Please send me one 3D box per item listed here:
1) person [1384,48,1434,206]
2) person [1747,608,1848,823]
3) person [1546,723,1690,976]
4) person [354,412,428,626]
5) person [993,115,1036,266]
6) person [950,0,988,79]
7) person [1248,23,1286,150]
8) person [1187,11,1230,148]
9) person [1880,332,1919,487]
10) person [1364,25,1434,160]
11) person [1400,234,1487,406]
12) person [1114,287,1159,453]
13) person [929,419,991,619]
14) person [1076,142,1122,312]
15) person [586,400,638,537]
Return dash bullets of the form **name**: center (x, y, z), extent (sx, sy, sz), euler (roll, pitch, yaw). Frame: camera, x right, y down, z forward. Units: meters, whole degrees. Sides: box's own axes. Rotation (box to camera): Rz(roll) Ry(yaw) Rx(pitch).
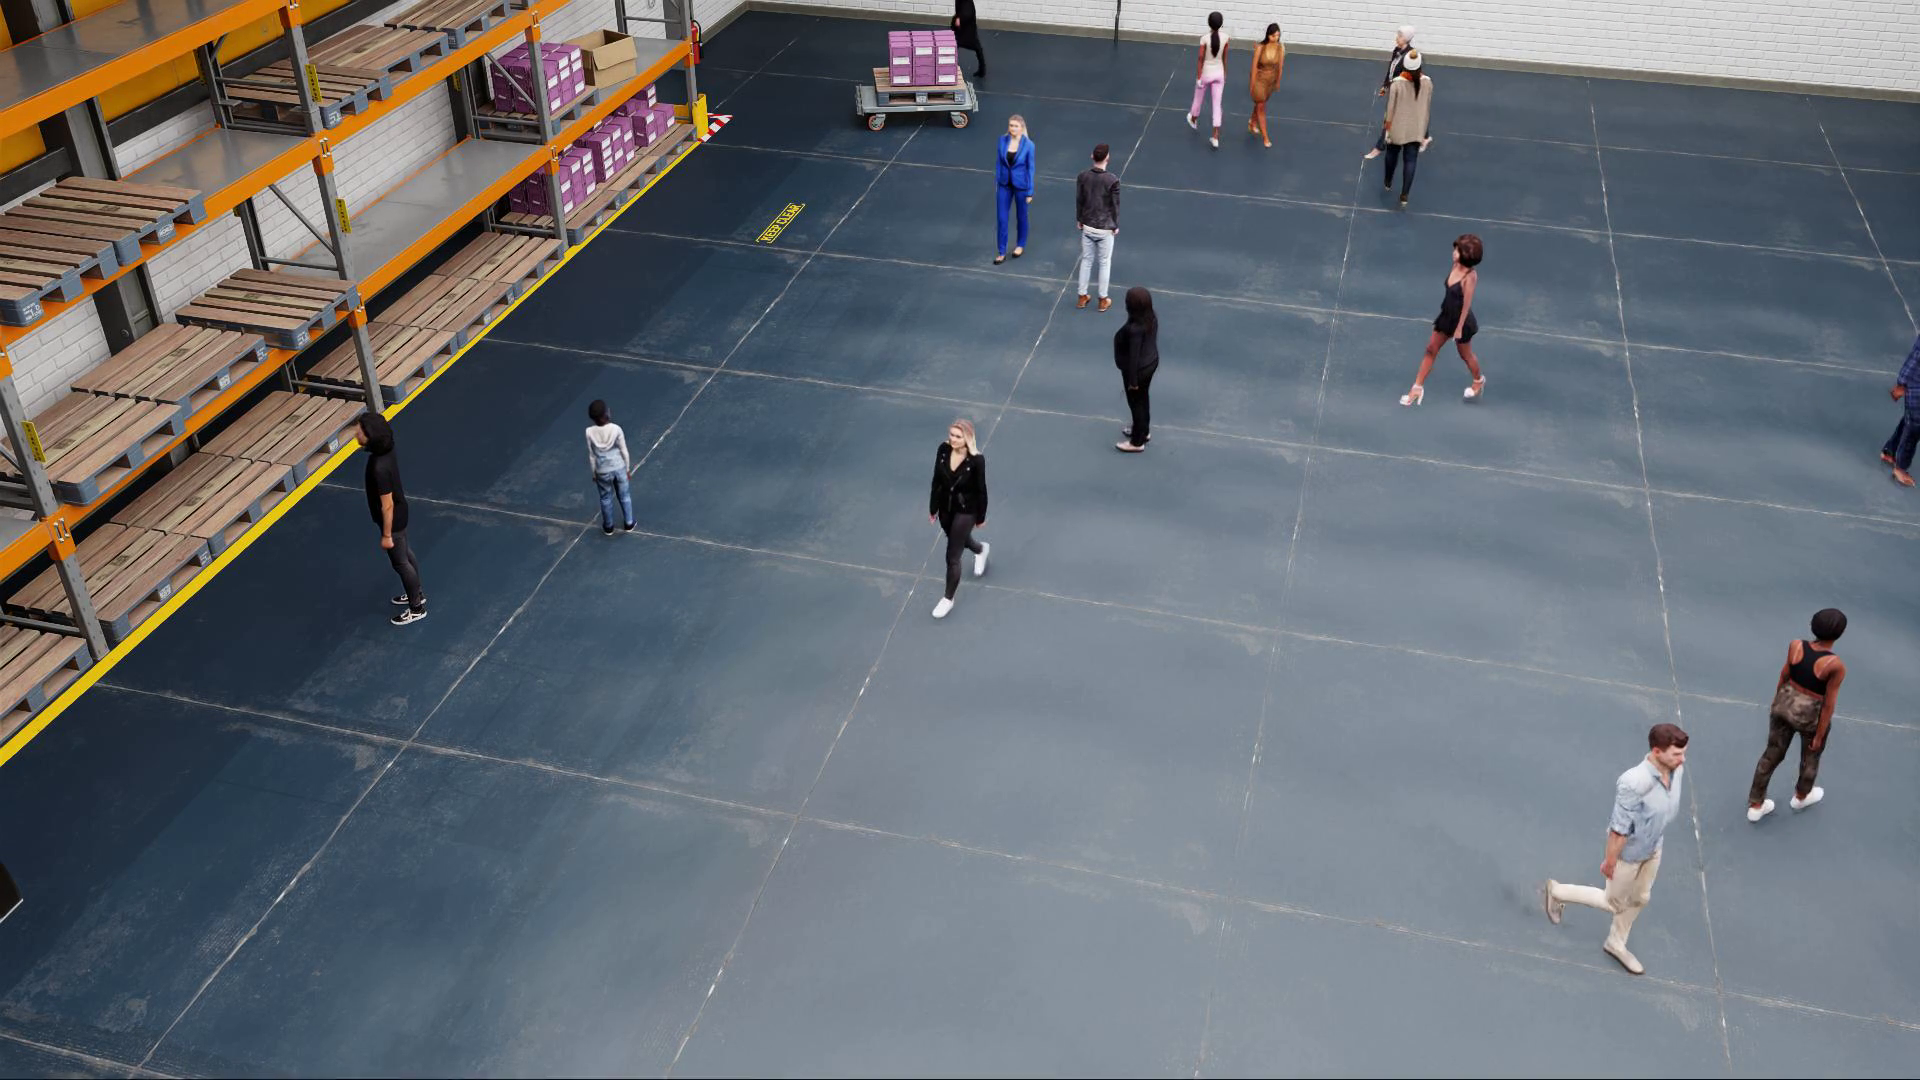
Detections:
- **person**: center (5.401, -4.956, 20.083), extent (0.722, 1.842, 1.189), euler (4, 34, 7)
- **person**: center (5.477, 1.193, 10.977), extent (0.949, 1.682, 0.882), euler (-18, 38, -25)
- **person**: center (3.963, 1.781, 9.958), extent (0.991, 1.832, 1.031), euler (-21, 39, -28)
- **person**: center (-4.419, -0.197, 12.927), extent (0.768, 1.838, 0.636), euler (-7, 34, -11)
- **person**: center (0.657, -4.001, 18.791), extent (0.700, 1.682, 0.871), euler (12, 35, 17)
- **person**: center (0.142, -7.514, 24.039), extent (1.067, 1.723, 1.210), euler (27, 42, 35)
- **person**: center (3.951, -5.982, 21.844), extent (0.989, 1.601, 1.233), euler (-11, 35, -16)
- **person**: center (3.329, -6.009, 21.805), extent (0.910, 1.690, 1.229), euler (-5, 34, -8)
- **person**: center (8.564, -1.442, 14.835), extent (0.897, 1.800, 0.980), euler (-7, 34, -11)
- **person**: center (5.768, -5.696, 21.196), extent (0.891, 1.754, 1.229), euler (0, 34, 1)
- **person**: center (4.791, -2.052, 15.803), extent (1.015, 1.745, 1.112), euler (-9, 35, -13)
- **person**: center (1.639, -1.578, 15.209), extent (0.761, 1.611, 0.577), euler (12, 35, 17)
- **person**: center (0.024, -0.253, 13.172), extent (0.835, 1.660, 1.181), euler (20, 38, 27)
- **person**: center (1.461, -3.307, 17.613), extent (0.693, 1.831, 0.634), euler (17, 37, 24)
- **person**: center (-2.967, -0.613, 14.075), extent (0.553, 1.260, 0.588), euler (-5, 34, -8)
